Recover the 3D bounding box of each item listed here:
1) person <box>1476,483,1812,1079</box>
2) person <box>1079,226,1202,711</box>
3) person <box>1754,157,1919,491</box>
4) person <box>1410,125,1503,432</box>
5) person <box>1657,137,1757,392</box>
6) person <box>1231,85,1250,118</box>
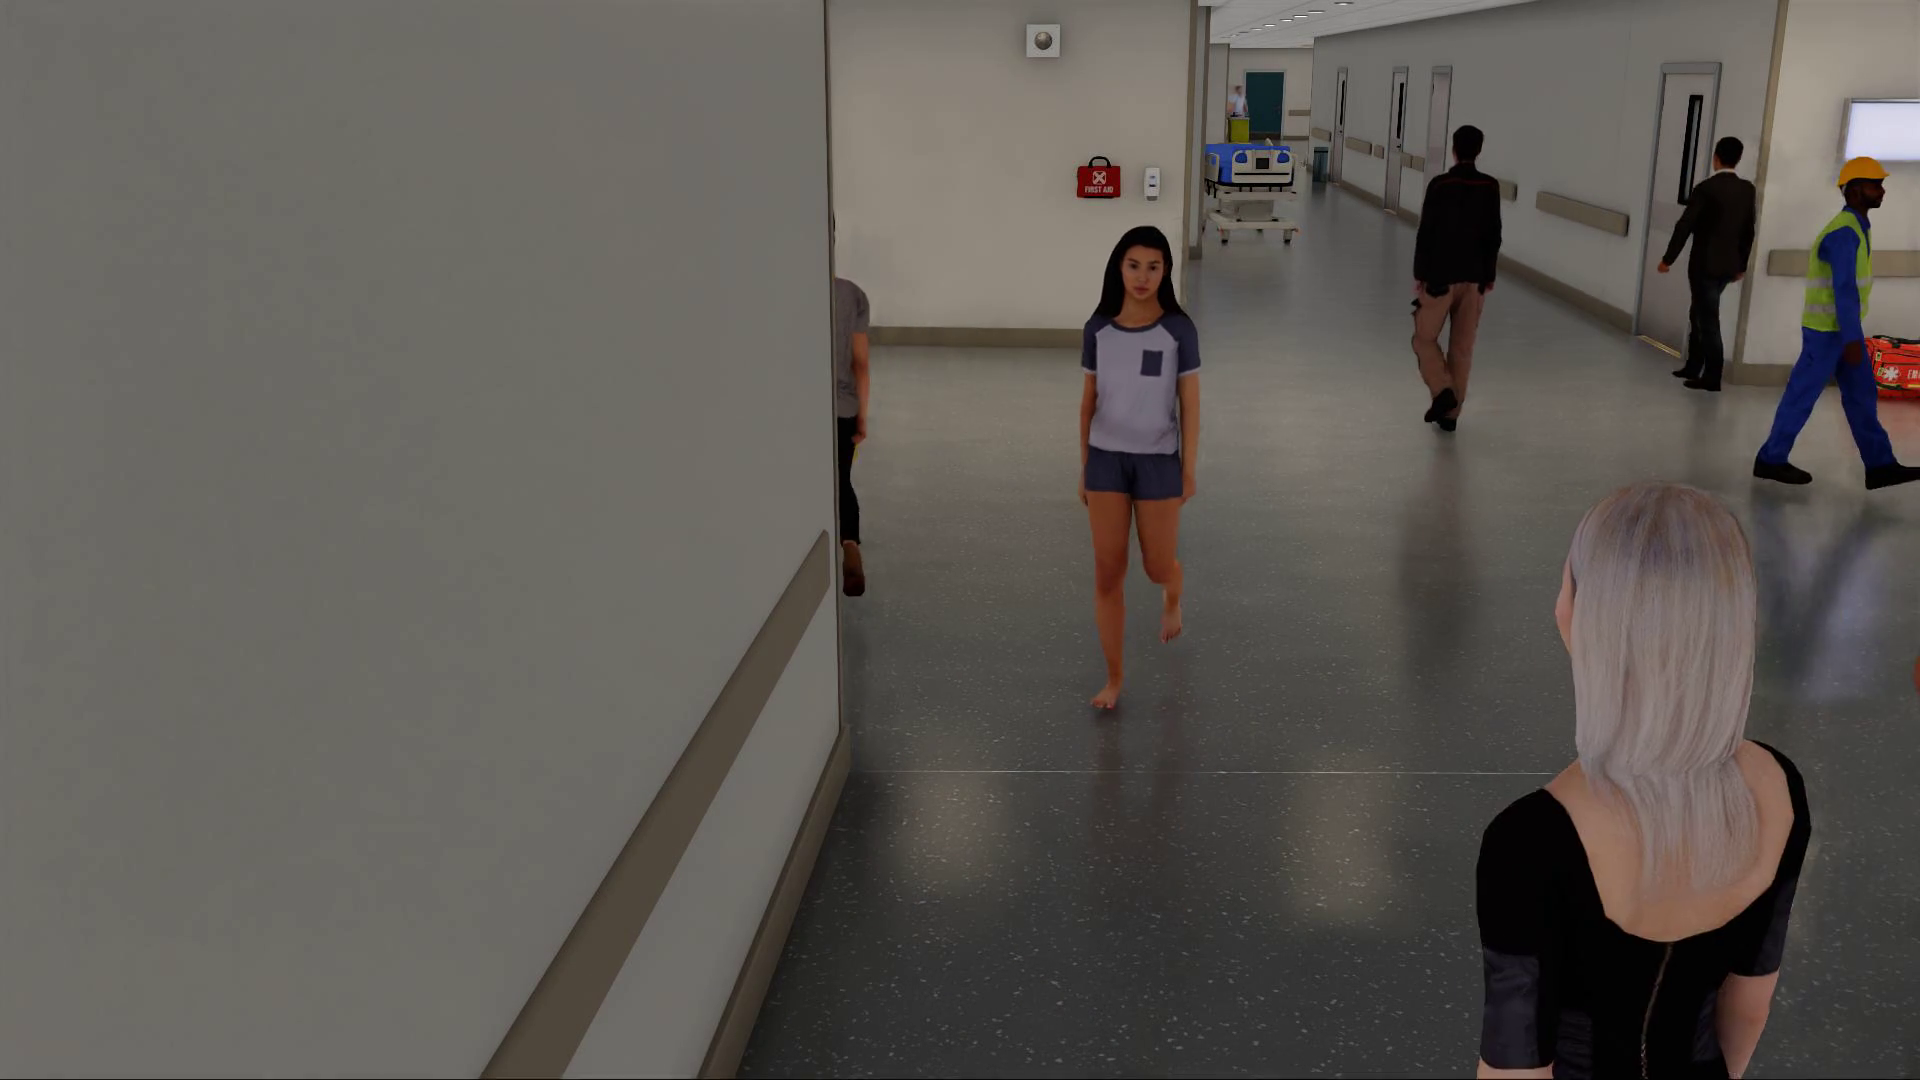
[{"bbox_3d":[0.810,0.856,1.915,1.157,1.792,0.900,-3,16,-11],"label":"person"},{"bbox_3d":[0.660,-0.270,6.051,0.934,1.715,0.811,6,17,20],"label":"person"},{"bbox_3d":[4.655,-1.143,9.037,1.205,1.775,1.061,13,20,38],"label":"person"},{"bbox_3d":[3.129,-1.621,10.471,0.718,1.917,0.822,-1,16,-3],"label":"person"},{"bbox_3d":[5.457,-1.943,11.873,0.879,1.777,0.951,-8,18,-27],"label":"person"},{"bbox_3d":[8.733,-13.470,52.745,1.212,1.784,1.279,-15,21,-42],"label":"person"}]
